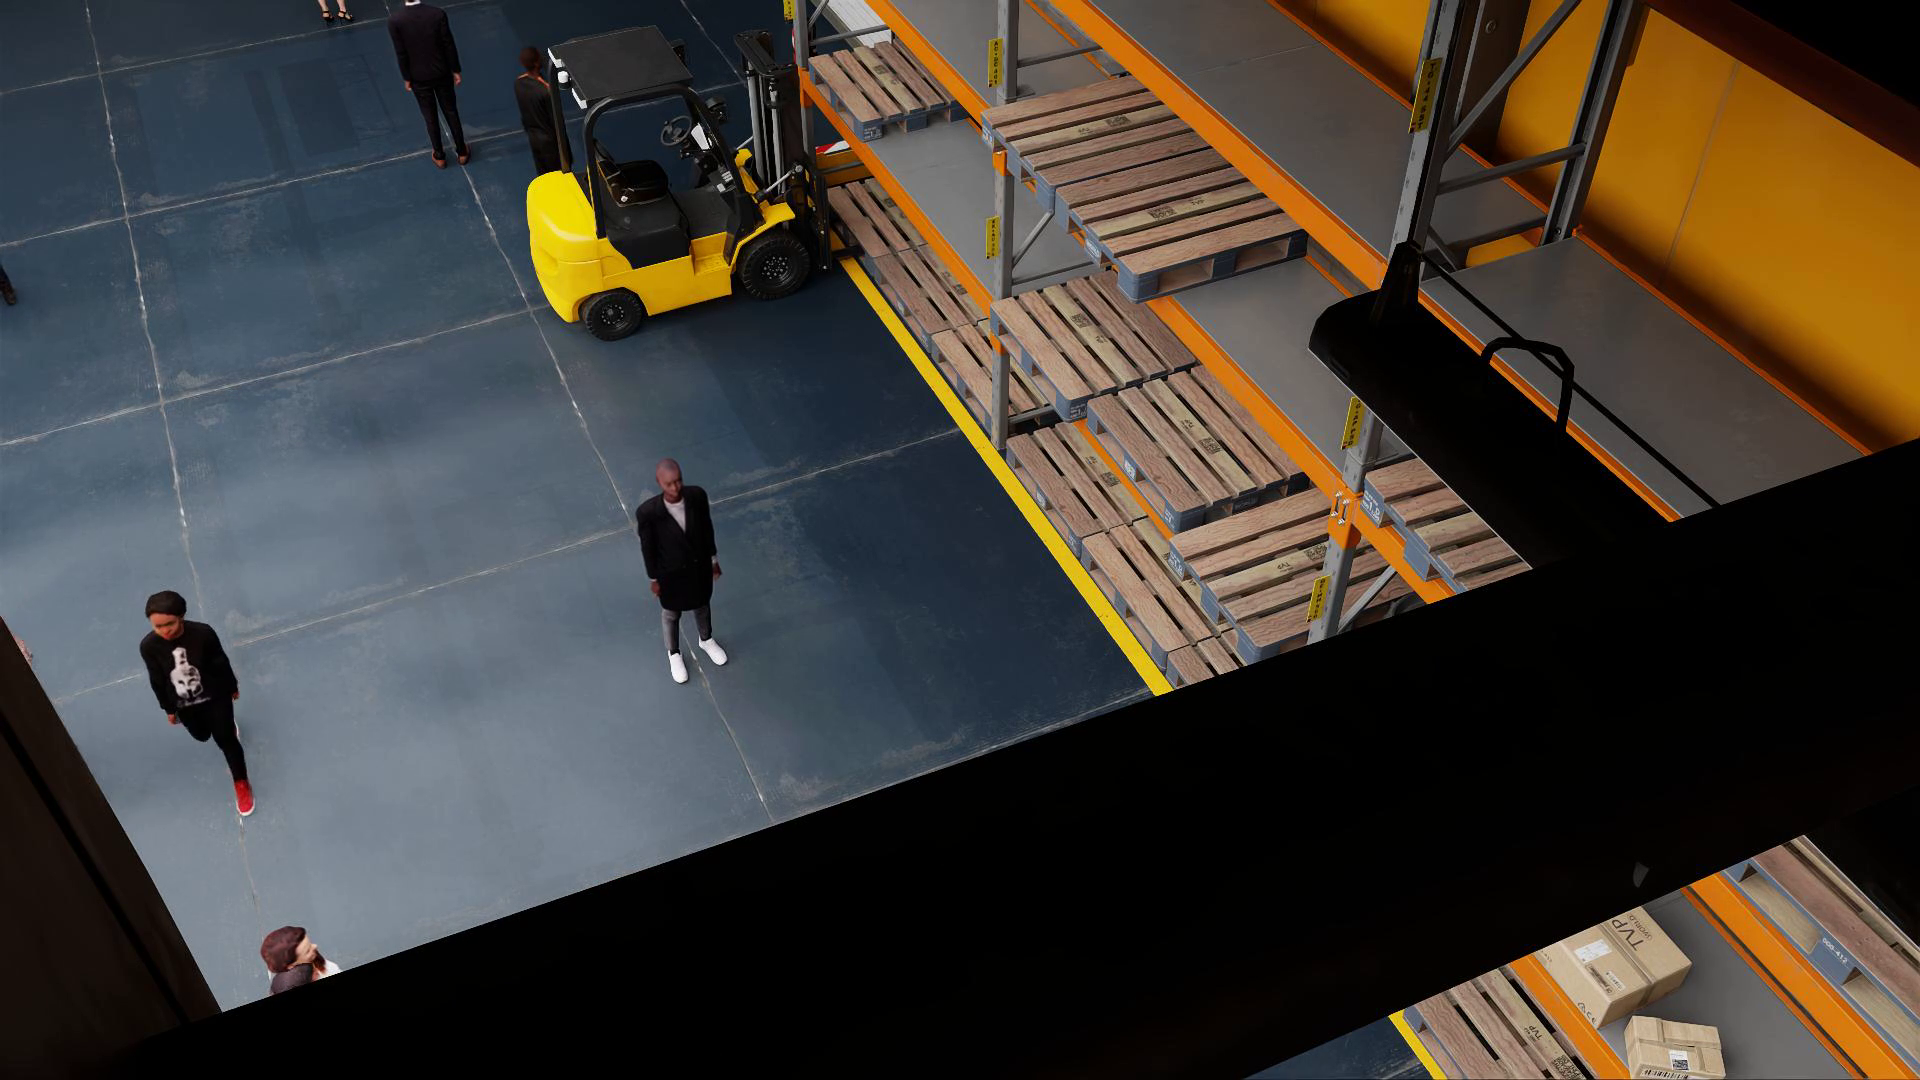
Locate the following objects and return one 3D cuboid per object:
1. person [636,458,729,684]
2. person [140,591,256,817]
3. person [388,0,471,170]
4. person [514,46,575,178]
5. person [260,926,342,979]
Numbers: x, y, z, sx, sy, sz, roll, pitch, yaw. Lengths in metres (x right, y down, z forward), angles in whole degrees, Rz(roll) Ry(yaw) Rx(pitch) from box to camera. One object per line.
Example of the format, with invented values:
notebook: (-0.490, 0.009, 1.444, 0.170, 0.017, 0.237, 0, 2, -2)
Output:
person: (-1.797, 0.162, 10.740, 0.664, 1.761, 0.582, -23, 48, -22)
person: (-4.598, 0.894, 10.051, 0.693, 1.651, 1.038, -12, 45, -13)
person: (-4.900, -4.326, 15.362, 0.705, 1.884, 0.558, -15, 46, -15)
person: (-3.602, -3.452, 14.499, 0.657, 1.810, 0.759, 22, 48, 22)
person: (-3.135, 2.492, 8.270, 0.681, 1.795, 0.479, -22, 48, -21)
